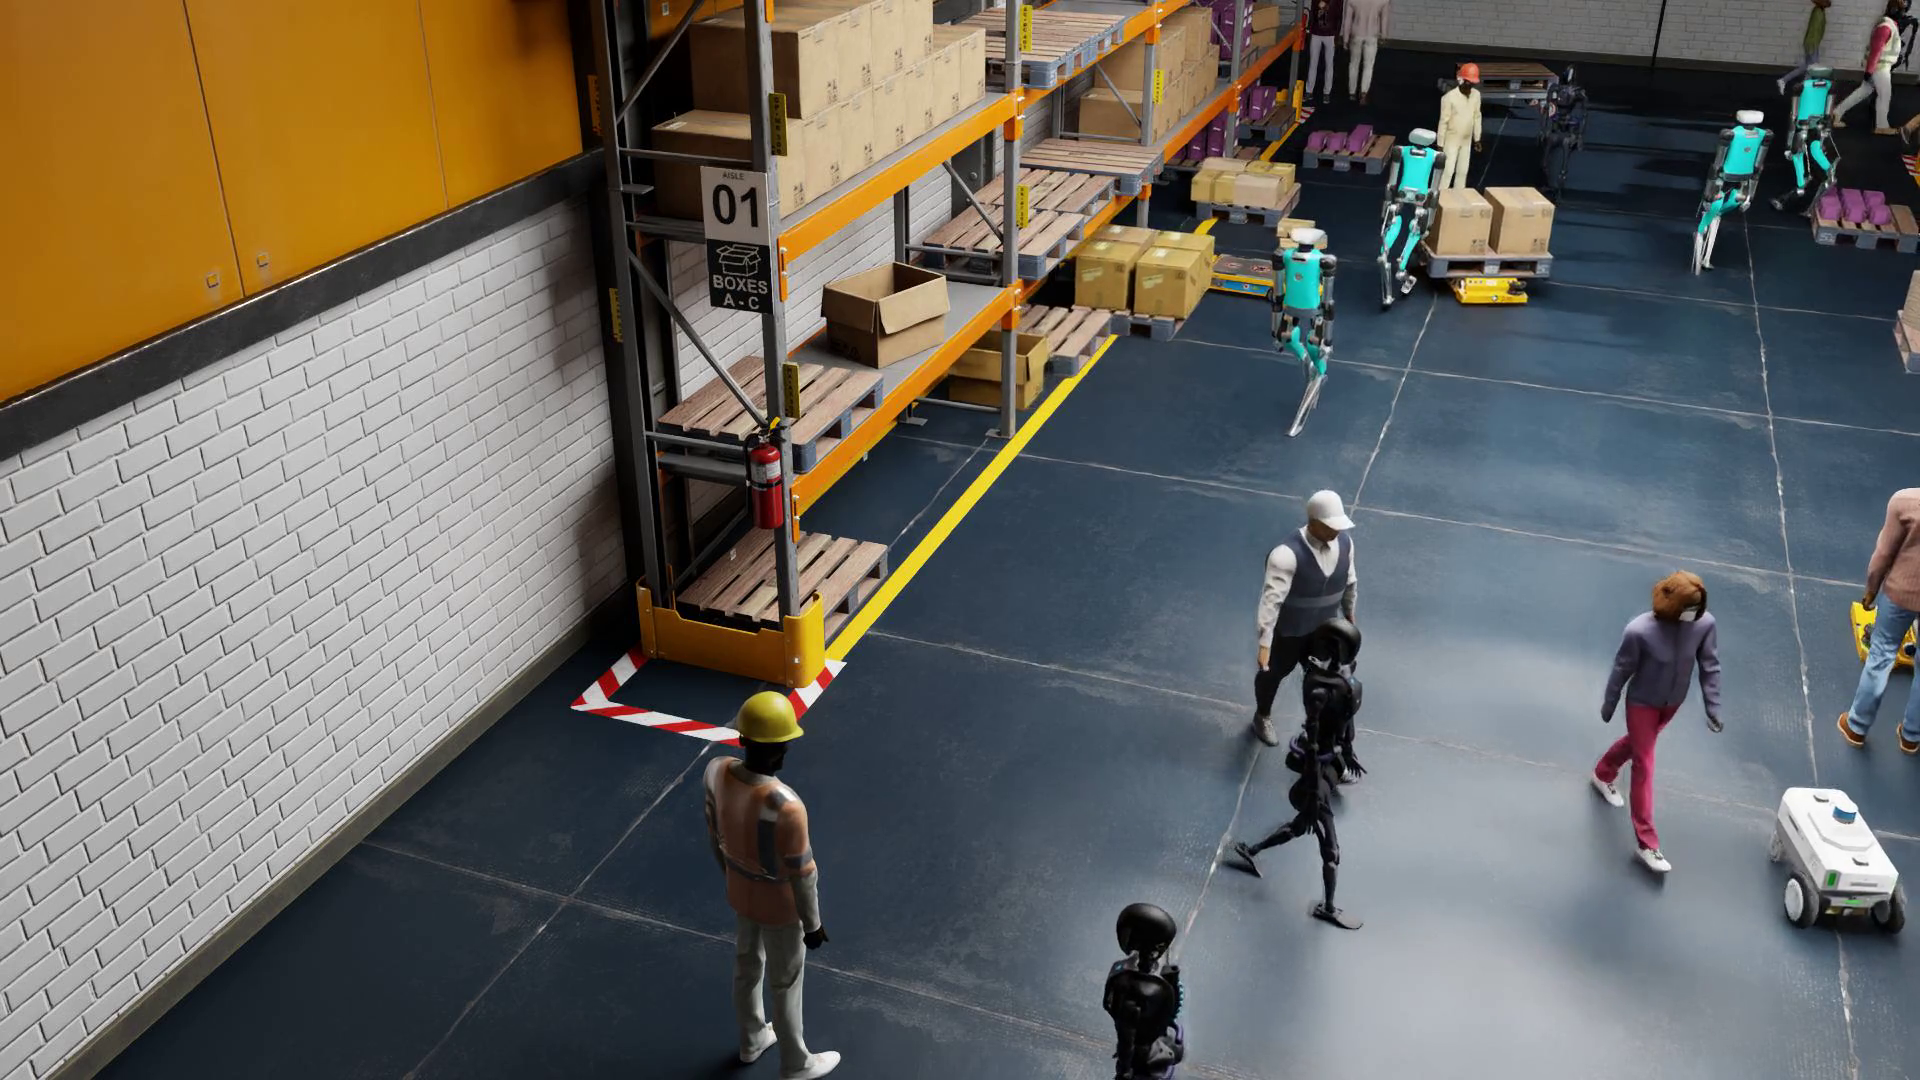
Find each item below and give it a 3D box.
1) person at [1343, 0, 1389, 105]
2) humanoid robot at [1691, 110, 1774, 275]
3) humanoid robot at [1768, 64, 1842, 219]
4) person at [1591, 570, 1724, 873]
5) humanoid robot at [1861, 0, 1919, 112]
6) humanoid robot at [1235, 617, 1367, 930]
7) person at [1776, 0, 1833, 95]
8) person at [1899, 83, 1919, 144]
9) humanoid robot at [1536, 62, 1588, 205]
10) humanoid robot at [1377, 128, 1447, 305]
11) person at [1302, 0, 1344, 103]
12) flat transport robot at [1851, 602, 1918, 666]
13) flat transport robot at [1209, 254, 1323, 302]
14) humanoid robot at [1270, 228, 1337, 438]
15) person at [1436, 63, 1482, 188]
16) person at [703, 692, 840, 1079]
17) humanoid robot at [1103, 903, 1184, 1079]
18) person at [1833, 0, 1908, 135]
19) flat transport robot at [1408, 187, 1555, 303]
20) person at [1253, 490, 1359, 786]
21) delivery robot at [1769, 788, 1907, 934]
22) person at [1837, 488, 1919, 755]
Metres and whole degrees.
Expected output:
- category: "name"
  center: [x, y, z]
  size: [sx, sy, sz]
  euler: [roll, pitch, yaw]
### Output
- category: "person"
  center: [5.857, -7.297, 24.108]
  size: [0.632, 1.914, 0.811]
  euler: [7, 28, 13]
- category: "humanoid robot"
  center: [7.830, -3.545, 17.127]
  size: [0.530, 1.863, 0.774]
  euler: [-1, 27, -2]
- category: "humanoid robot"
  center: [9.613, -4.428, 18.739]
  size: [0.551, 1.740, 1.002]
  euler: [-2, 27, -5]
- category: "person"
  center: [3.639, 0.861, 8.641]
  size: [0.499, 1.577, 0.892]
  euler: [-8, 28, -15]
- category: "humanoid robot"
  center: [13.209, -6.924, 23.688]
  size: [0.609, 1.620, 0.683]
  euler: [10, 29, 19]
- category: "humanoid robot"
  center: [1.712, 1.096, 8.139]
  size: [0.719, 1.651, 0.584]
  euler: [15, 31, 26]
- category: "person"
  center: [12.377, -7.207, 24.258]
  size: [0.537, 1.621, 0.505]
  euler: [8, 28, 14]
- category: "person"
  center: [12.837, -6.065, 21.917]
  size: [0.600, 1.728, 0.584]
  euler: [0, 27, -1]
- category: "humanoid robot"
  center: [7.102, -4.788, 19.511]
  size: [0.482, 1.644, 0.616]
  euler: [-20, 34, -34]
- category: "humanoid robot"
  center: [4.304, -3.061, 16.081]
  size: [0.556, 1.733, 1.013]
  euler: [13, 30, 23]
- category: "person"
  center: [5.307, -7.382, 24.237]
  size: [0.489, 1.951, 0.420]
  euler: [12, 30, 22]
- category: "flat transport robot"
  center: [6.440, 0.661, 10.469]
  size: [1.431, 0.231, 0.659]
  euler: [10, 29, 19]
- category: "flat transport robot"
  center: [2.982, -2.658, 16.906]
  size: [1.431, 0.231, 0.659]
  euler: [13, 30, 23]
- category: "humanoid robot"
  center: [2.892, -1.747, 13.571]
  size: [0.555, 1.799, 0.918]
  euler: [17, 32, 29]
- category: "person"
  center: [5.700, -4.571, 19.012]
  size: [0.572, 1.738, 0.380]
  euler: [-16, 32, -29]
- category: "person"
  center: [-0.802, 1.492, 7.060]
  size: [0.585, 1.917, 0.377]
  euler: [22, 34, 36]
- category: "humanoid robot"
  center: [0.658, 2.026, 6.282]
  size: [0.336, 1.644, 0.589]
  euler: [9, 28, 16]
- category: "person"
  center: [12.457, -6.469, 22.628]
  size: [0.876, 1.800, 0.620]
  euler: [13, 30, 23]
- category: "flat transport robot"
  center: [5.288, -2.744, 17.072]
  size: [0.659, 0.231, 1.431]
  euler: [0, 27, 0]
- category: "person"
  center: [1.923, 0.521, 9.163]
  size: [0.753, 1.702, 0.935]
  euler: [-8, 28, -16]
- category: "delivery robot"
  center: [4.390, 1.602, 8.346]
  size: [0.499, 0.608, 0.784]
  euler: [2, 27, 4]
- category: "person"
  center: [5.385, 0.296, 9.299]
  size: [0.605, 1.992, 0.382]
  euler: [9, 29, 17]
